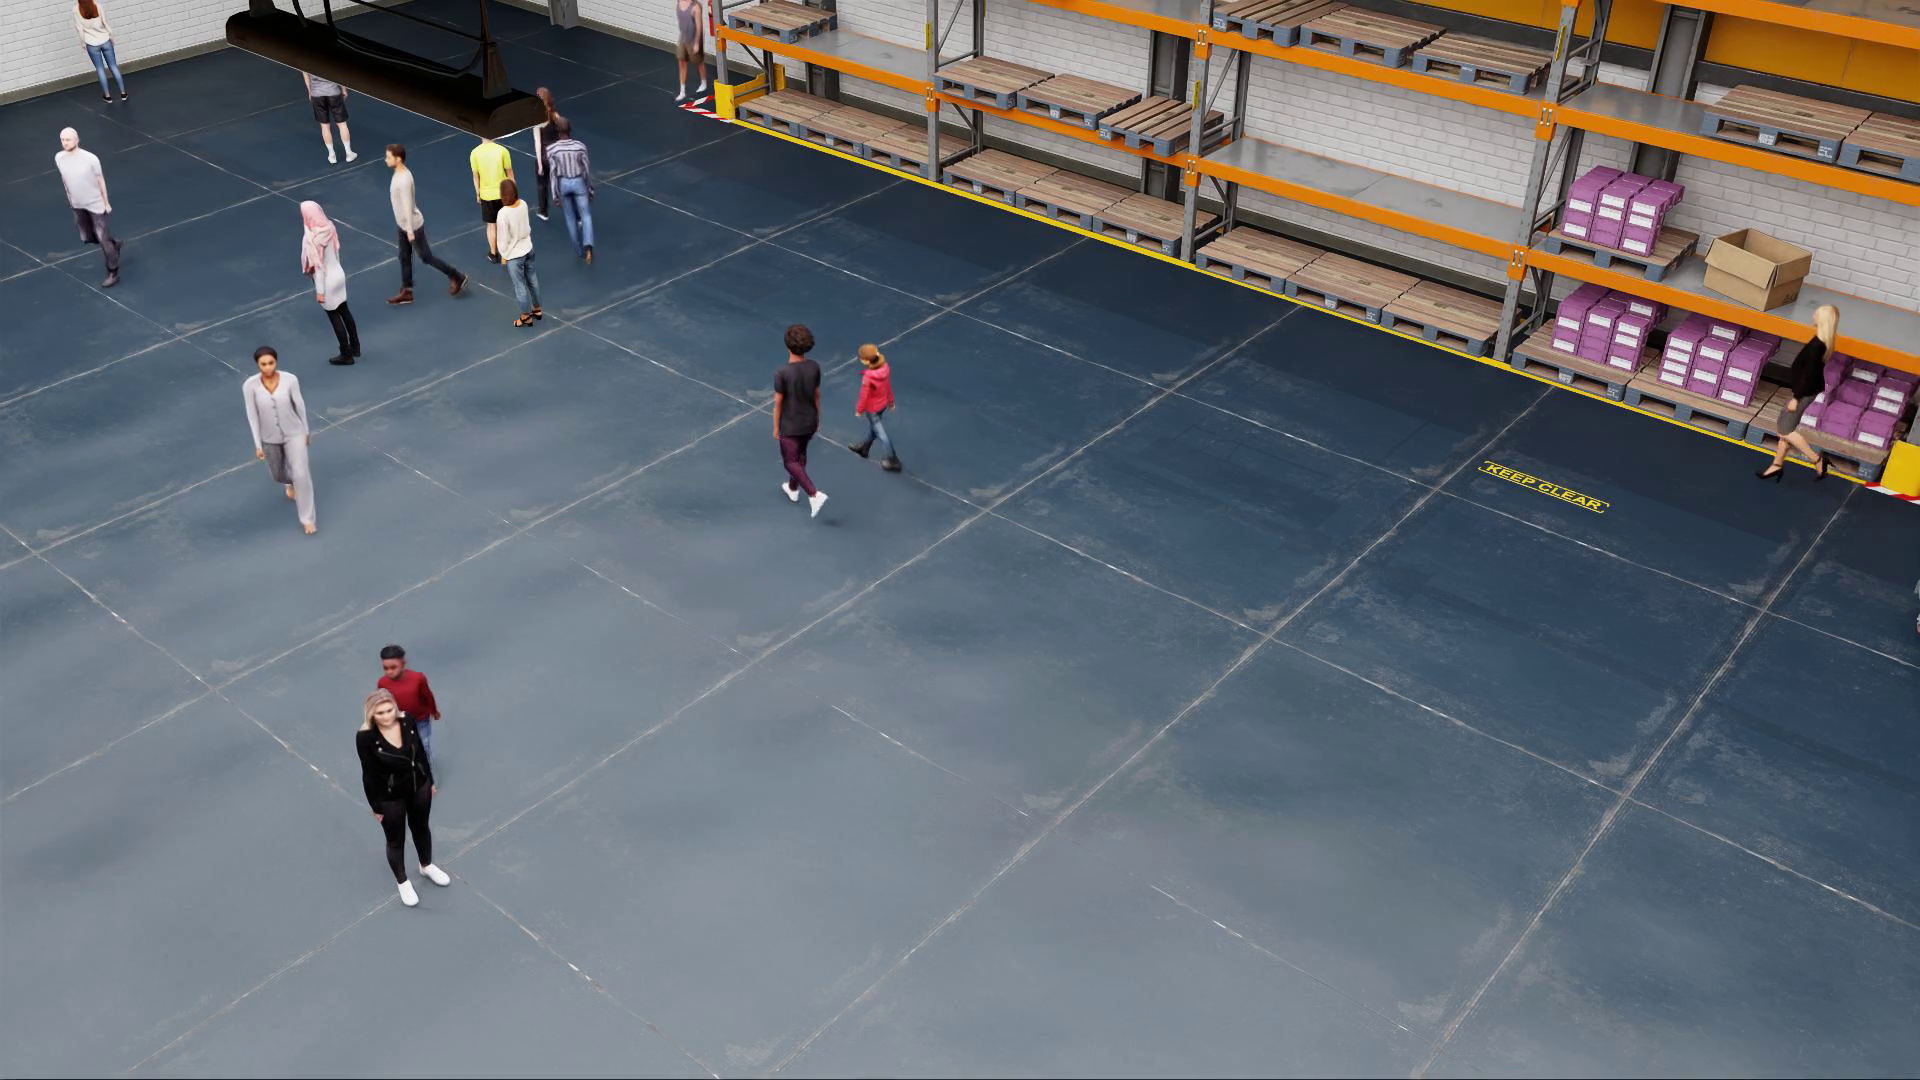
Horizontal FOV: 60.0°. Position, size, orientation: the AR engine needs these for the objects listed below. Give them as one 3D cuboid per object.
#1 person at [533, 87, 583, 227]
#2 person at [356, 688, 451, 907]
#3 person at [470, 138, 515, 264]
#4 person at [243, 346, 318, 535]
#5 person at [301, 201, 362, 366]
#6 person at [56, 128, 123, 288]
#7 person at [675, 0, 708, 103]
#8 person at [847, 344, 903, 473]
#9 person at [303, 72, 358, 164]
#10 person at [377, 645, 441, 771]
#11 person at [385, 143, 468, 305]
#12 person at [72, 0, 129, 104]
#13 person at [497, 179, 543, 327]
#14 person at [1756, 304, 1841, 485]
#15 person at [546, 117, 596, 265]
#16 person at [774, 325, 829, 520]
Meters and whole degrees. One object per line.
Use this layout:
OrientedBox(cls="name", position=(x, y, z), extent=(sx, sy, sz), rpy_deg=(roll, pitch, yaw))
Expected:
OrientedBox(cls="person", position=(-4.916, -4.620, 20.295), extent=(1.154, 1.704, 0.644), rpy_deg=(27, 42, 34))
OrientedBox(cls="person", position=(-3.660, 1.645, 10.888), extent=(0.538, 1.685, 0.621), rpy_deg=(27, 42, 35))
OrientedBox(cls="person", position=(-5.442, -4.091, 19.500), extent=(0.691, 1.705, 0.717), rpy_deg=(-8, 34, -11))
OrientedBox(cls="person", position=(-6.039, -0.955, 14.779), extent=(0.989, 1.707, 1.175), rpy_deg=(-11, 35, -16))
OrientedBox(cls="person", position=(-6.542, -2.679, 17.287), extent=(0.729, 1.803, 0.718), rpy_deg=(8, 34, 11))
OrientedBox(cls="person", position=(-9.911, -3.863, 19.052), extent=(1.008, 1.820, 1.000), rpy_deg=(4, 34, 7))
OrientedBox(cls="person", position=(-3.948, -7.405, 24.571), extent=(0.991, 1.792, 0.873), rpy_deg=(21, 39, 29))
OrientedBox(cls="person", position=(-0.726, -1.208, 15.544), extent=(0.902, 1.282, 0.641), rpy_deg=(18, 37, 25))
OrientedBox(cls="person", position=(-8.447, -5.955, 22.151), extent=(0.738, 1.874, 0.764), rpy_deg=(-7, 34, -10))
OrientedBox(cls="person", position=(-3.932, 1.213, 11.951), extent=(0.848, 1.228, 0.895), rpy_deg=(-3, 34, -4))
OrientedBox(cls="person", position=(-6.021, -3.504, 18.494), extent=(0.977, 1.841, 1.168), rpy_deg=(-18, 38, -25))
OrientedBox(cls="person", position=(-12.569, -7.254, 24.268), extent=(0.687, 1.694, 0.668), rpy_deg=(-18, 37, -24))
OrientedBox(cls="person", position=(-4.795, -3.133, 18.079), extent=(0.614, 1.682, 0.660), rpy_deg=(15, 37, 22))
OrientedBox(cls="person", position=(7.754, -1.261, 15.130), extent=(0.888, 1.828, 0.670), rpy_deg=(21, 39, 28))
OrientedBox(cls="person", position=(-4.478, -4.000, 19.300), extent=(0.944, 1.774, 1.084), rpy_deg=(-11, 35, -16))
OrientedBox(cls="person", position=(-1.415, -1.045, 14.877), extent=(0.778, 1.749, 1.060), rpy_deg=(-27, 42, -34))
